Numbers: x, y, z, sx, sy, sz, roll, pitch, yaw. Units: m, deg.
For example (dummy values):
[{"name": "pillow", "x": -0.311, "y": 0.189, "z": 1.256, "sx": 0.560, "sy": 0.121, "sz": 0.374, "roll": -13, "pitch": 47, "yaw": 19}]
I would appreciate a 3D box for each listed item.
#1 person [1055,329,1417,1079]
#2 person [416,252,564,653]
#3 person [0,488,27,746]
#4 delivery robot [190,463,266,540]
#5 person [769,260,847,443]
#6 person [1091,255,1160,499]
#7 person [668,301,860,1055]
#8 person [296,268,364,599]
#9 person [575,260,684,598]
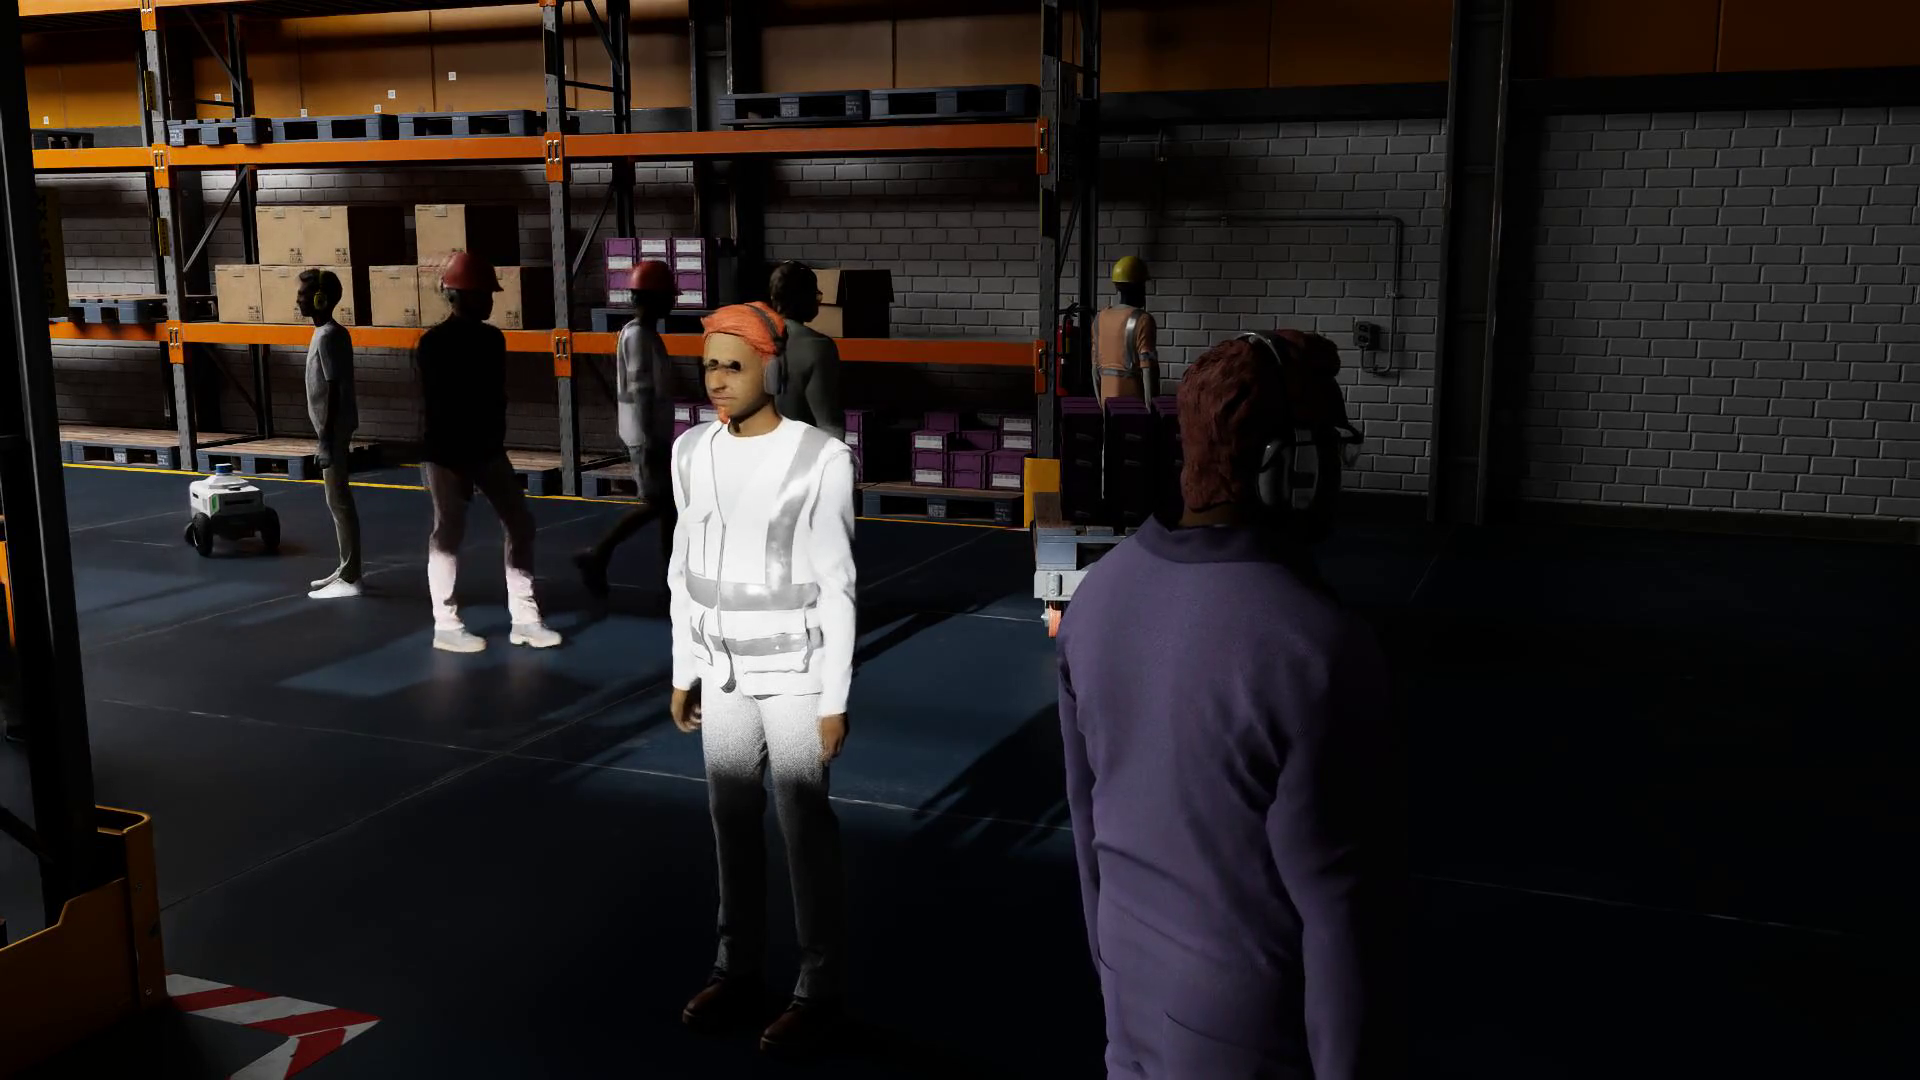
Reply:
[{"name": "person", "x": 0.401, "y": 0.669, "z": 2.311, "sx": 0.409, "sy": 1.908, "sz": 0.639, "roll": -5, "pitch": 11, "yaw": -27}, {"name": "person", "x": -2.295, "y": -0.396, "z": 8.066, "sx": 0.821, "sy": 1.959, "sz": 0.620, "roll": 5, "pitch": 11, "yaw": 27}, {"name": "person", "x": -3.900, "y": -0.056, "z": 6.620, "sx": 0.545, "sy": 1.808, "sz": 0.612, "roll": 3, "pitch": 11, "yaw": 18}, {"name": "delivery robot", "x": -4.854, "y": -0.264, "z": 11.011, "sx": 0.477, "sy": 0.478, "sz": 0.707, "roll": -7, "pitch": 12, "yaw": -35}, {"name": "person", "x": -0.770, "y": -0.292, "z": 7.573, "sx": 0.635, "sy": 1.937, "sz": 0.352, "roll": 8, "pitch": 13, "yaw": 37}, {"name": "person", "x": 1.110, "y": -0.901, "z": 10.989, "sx": 0.363, "sy": 1.930, "sz": 0.588, "roll": -8, "pitch": 13, "yaw": -36}, {"name": "person", "x": -0.499, "y": 0.345, "z": 4.199, "sx": 0.578, "sy": 1.879, "sz": 0.348, "roll": 7, "pitch": 12, "yaw": 33}, {"name": "person", "x": -3.608, "y": -0.605, "z": 9.497, "sx": 0.328, "sy": 1.876, "sz": 0.513, "roll": -3, "pitch": 11, "yaw": -17}, {"name": "person", "x": -1.770, "y": -0.593, "z": 9.293, "sx": 0.671, "sy": 1.925, "sz": 0.584, "roll": 0, "pitch": 10, "yaw": -1}]
